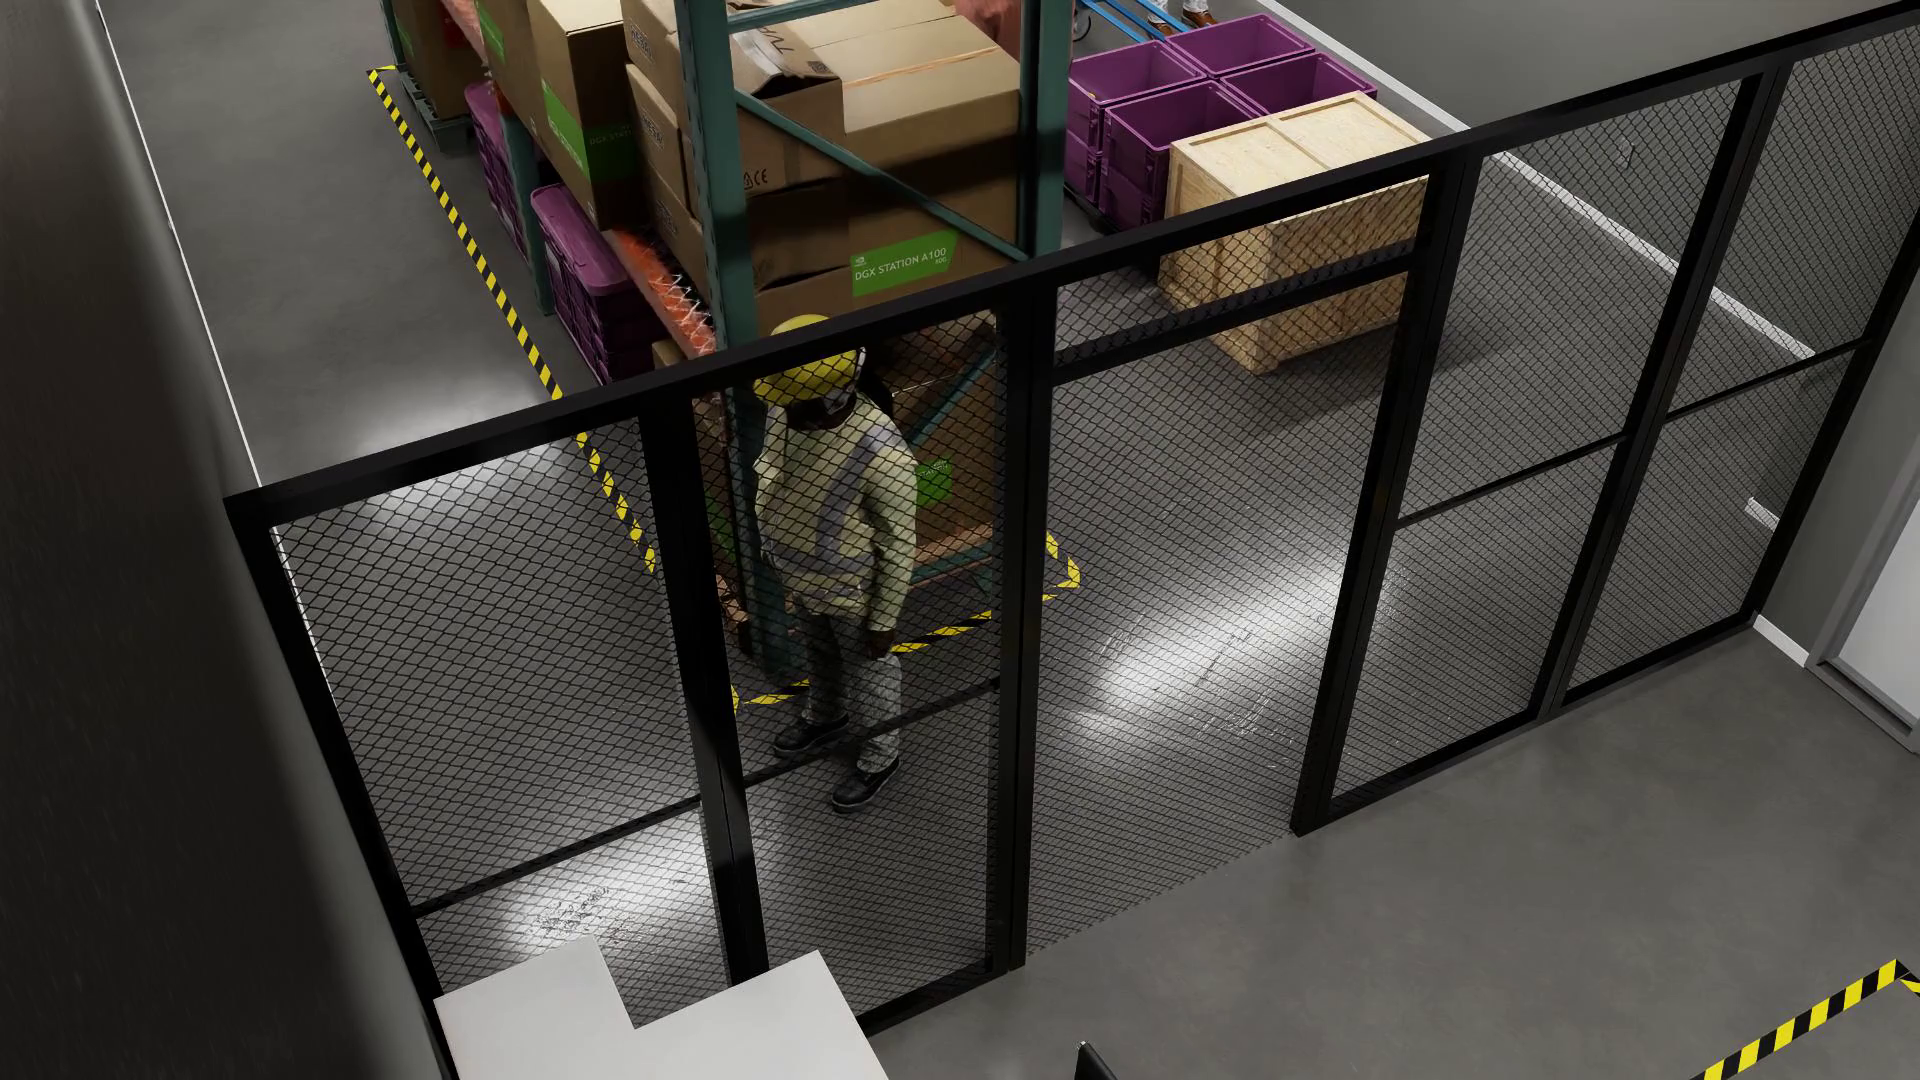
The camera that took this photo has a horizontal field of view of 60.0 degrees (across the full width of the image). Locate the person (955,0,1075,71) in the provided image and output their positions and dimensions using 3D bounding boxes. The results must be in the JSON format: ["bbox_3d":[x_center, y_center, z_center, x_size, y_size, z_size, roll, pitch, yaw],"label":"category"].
[{"bbox_3d":[0.205,-1.808,6.882,0.612,1.995,0.392,-30,50,-28],"label":"person"}]

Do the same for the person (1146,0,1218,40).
[{"bbox_3d":[1.271,-3.626,8.912,0.630,1.940,0.371,-22,47,-22],"label":"person"}]

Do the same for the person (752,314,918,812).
[{"bbox_3d":[-0.381,0.085,4.939,0.403,1.822,0.588,-29,50,-28],"label":"person"}]
